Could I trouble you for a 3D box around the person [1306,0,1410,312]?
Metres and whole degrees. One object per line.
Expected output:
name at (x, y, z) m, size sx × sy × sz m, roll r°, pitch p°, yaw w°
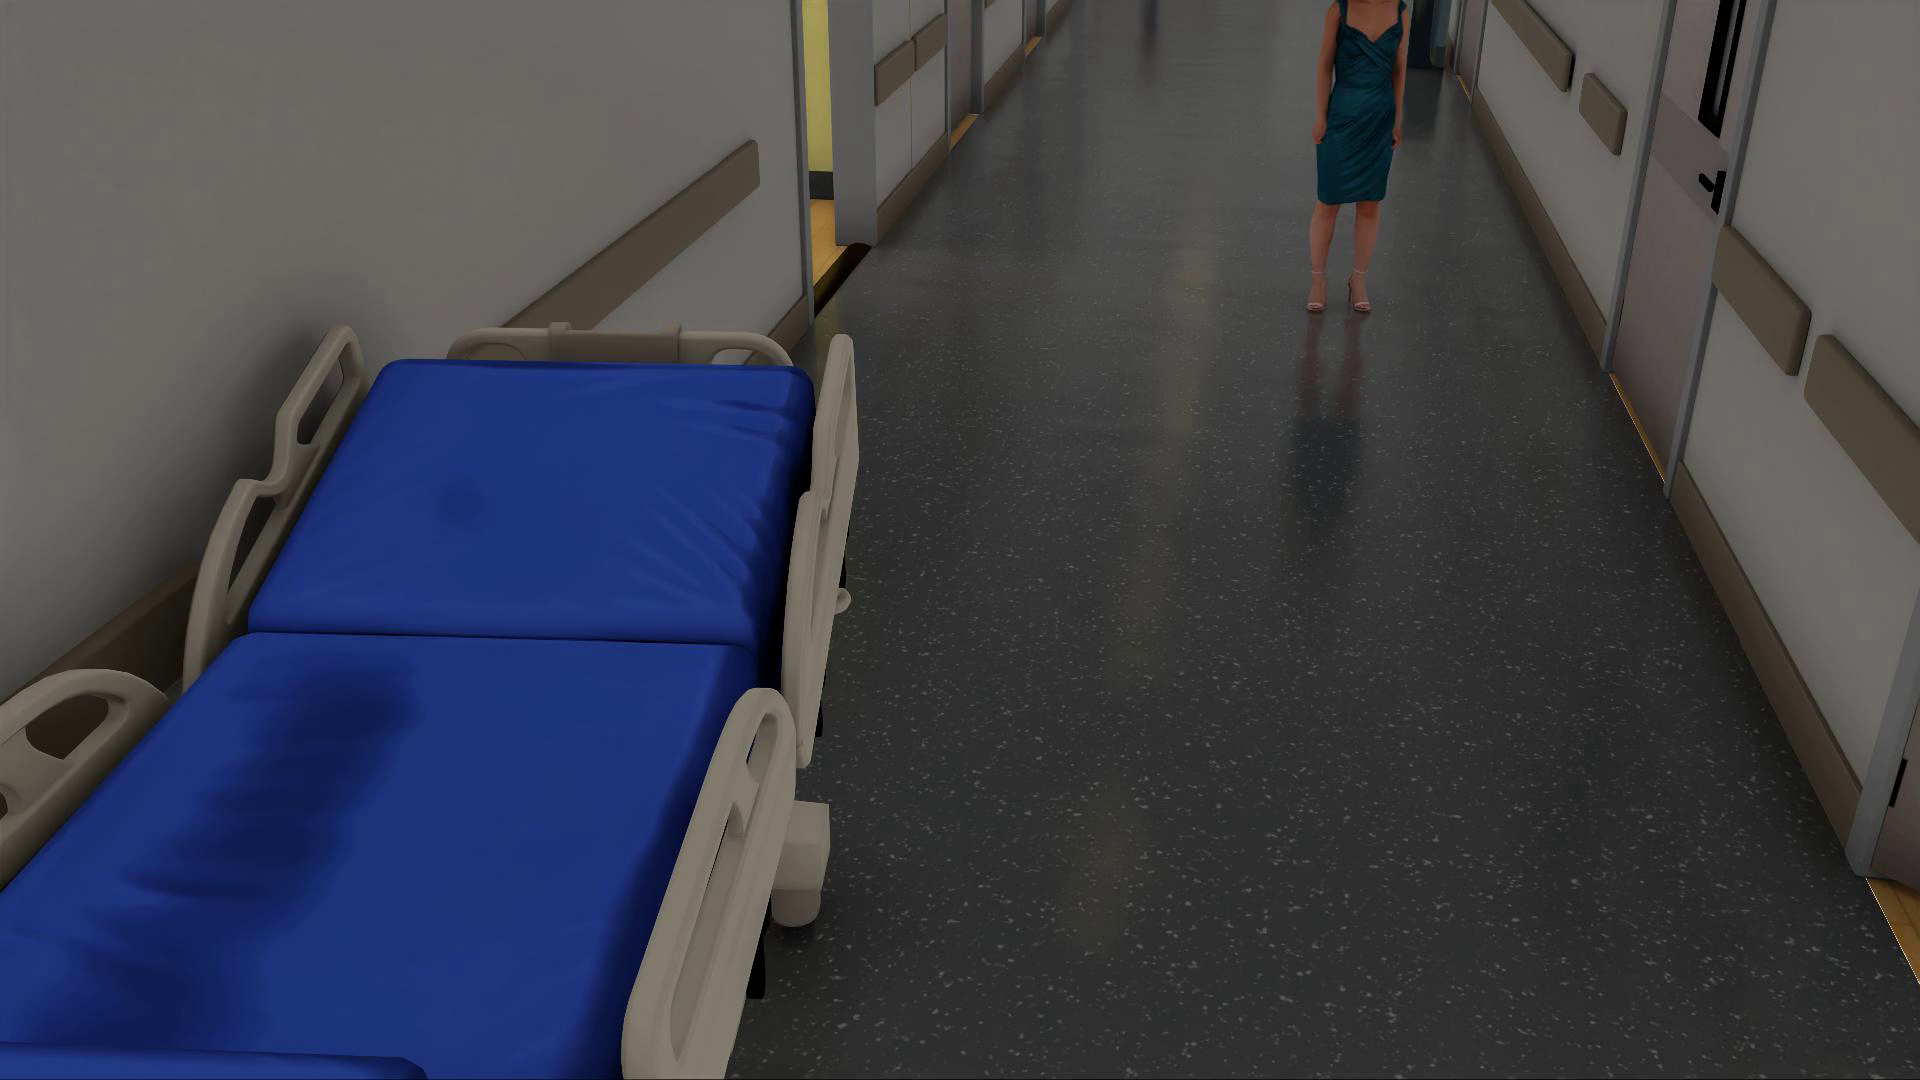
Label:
person at (1.789, -1.860, 7.476) m, size 0.468 × 1.687 × 0.639 m, roll 0°, pitch 26°, yaw 1°
